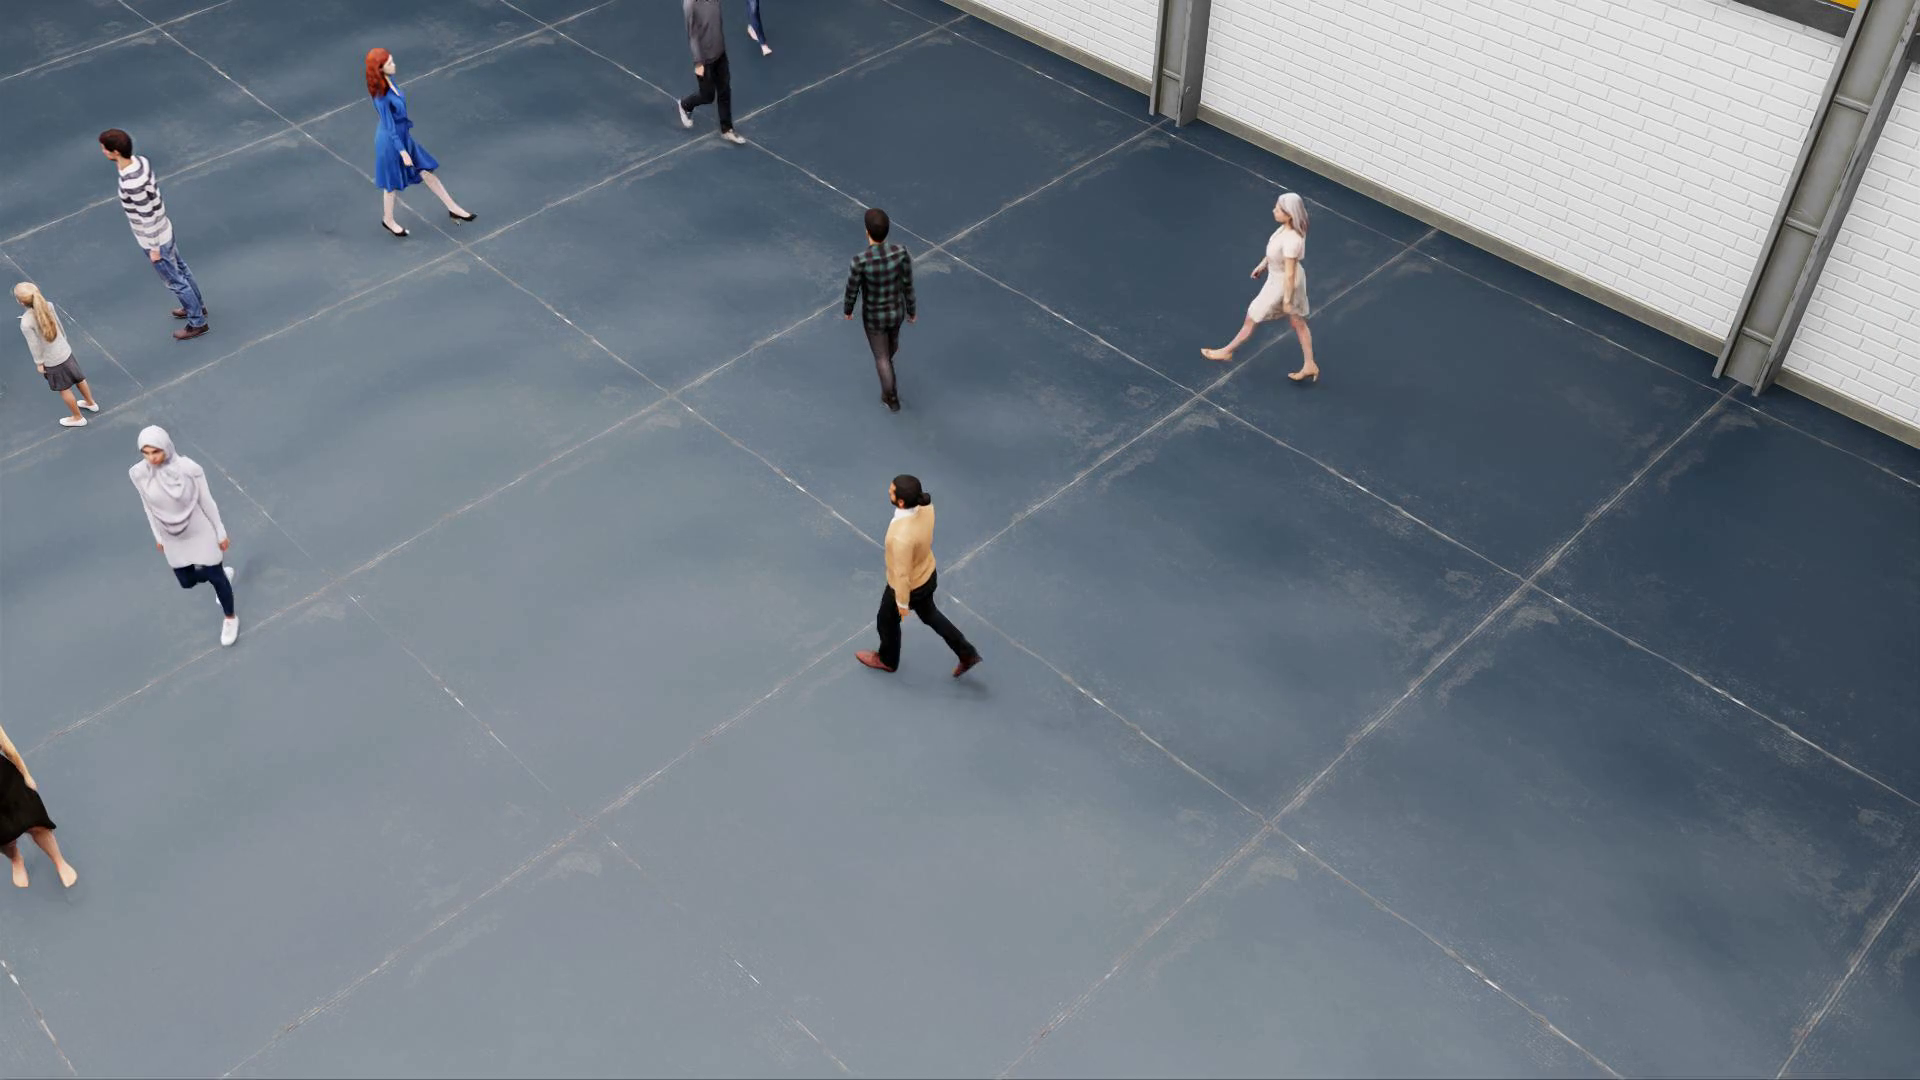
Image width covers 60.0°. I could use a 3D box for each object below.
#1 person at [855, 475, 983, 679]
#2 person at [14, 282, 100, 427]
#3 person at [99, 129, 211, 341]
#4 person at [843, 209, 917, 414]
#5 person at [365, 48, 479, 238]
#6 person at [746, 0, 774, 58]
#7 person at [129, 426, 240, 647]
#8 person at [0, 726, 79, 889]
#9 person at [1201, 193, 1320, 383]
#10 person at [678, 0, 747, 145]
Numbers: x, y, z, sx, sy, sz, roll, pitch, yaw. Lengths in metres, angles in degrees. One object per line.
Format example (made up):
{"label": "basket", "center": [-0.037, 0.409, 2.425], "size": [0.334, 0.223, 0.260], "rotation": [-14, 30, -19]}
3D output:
{"label": "person", "center": [-0.244, 0.287, 10.593], "size": [1.207, 1.726, 0.958], "rotation": [15, 46, 15]}
{"label": "person", "center": [-6.943, -1.439, 12.731], "size": [0.643, 1.276, 0.598], "rotation": [9, 44, 9]}
{"label": "person", "center": [-6.478, -2.475, 13.402], "size": [0.783, 1.852, 0.634], "rotation": [-12, 45, -13]}
{"label": "person", "center": [-0.559, -1.731, 12.790], "size": [0.938, 1.693, 1.111], "rotation": [-16, 46, -16]}
{"label": "person", "center": [-4.969, -3.394, 14.411], "size": [1.125, 1.789, 1.081], "rotation": [-2, 44, -2]}
{"label": "person", "center": [-2.162, -5.903, 17.112], "size": [0.834, 1.697, 1.152], "rotation": [-19, 47, -19]}
{"label": "person", "center": [-5.054, -0.094, 10.963], "size": [0.854, 1.768, 0.919], "rotation": [-2, 44, -2]}
{"label": "person", "center": [-5.533, 1.400, 9.490], "size": [0.622, 1.636, 0.672], "rotation": [-26, 50, -25]}
{"label": "person", "center": [2.613, -1.913, 12.937], "size": [1.251, 1.679, 0.987], "rotation": [12, 45, 12]}
{"label": "person", "center": [-2.429, -4.589, 15.696], "size": [1.018, 1.747, 0.751], "rotation": [23, 48, 23]}
